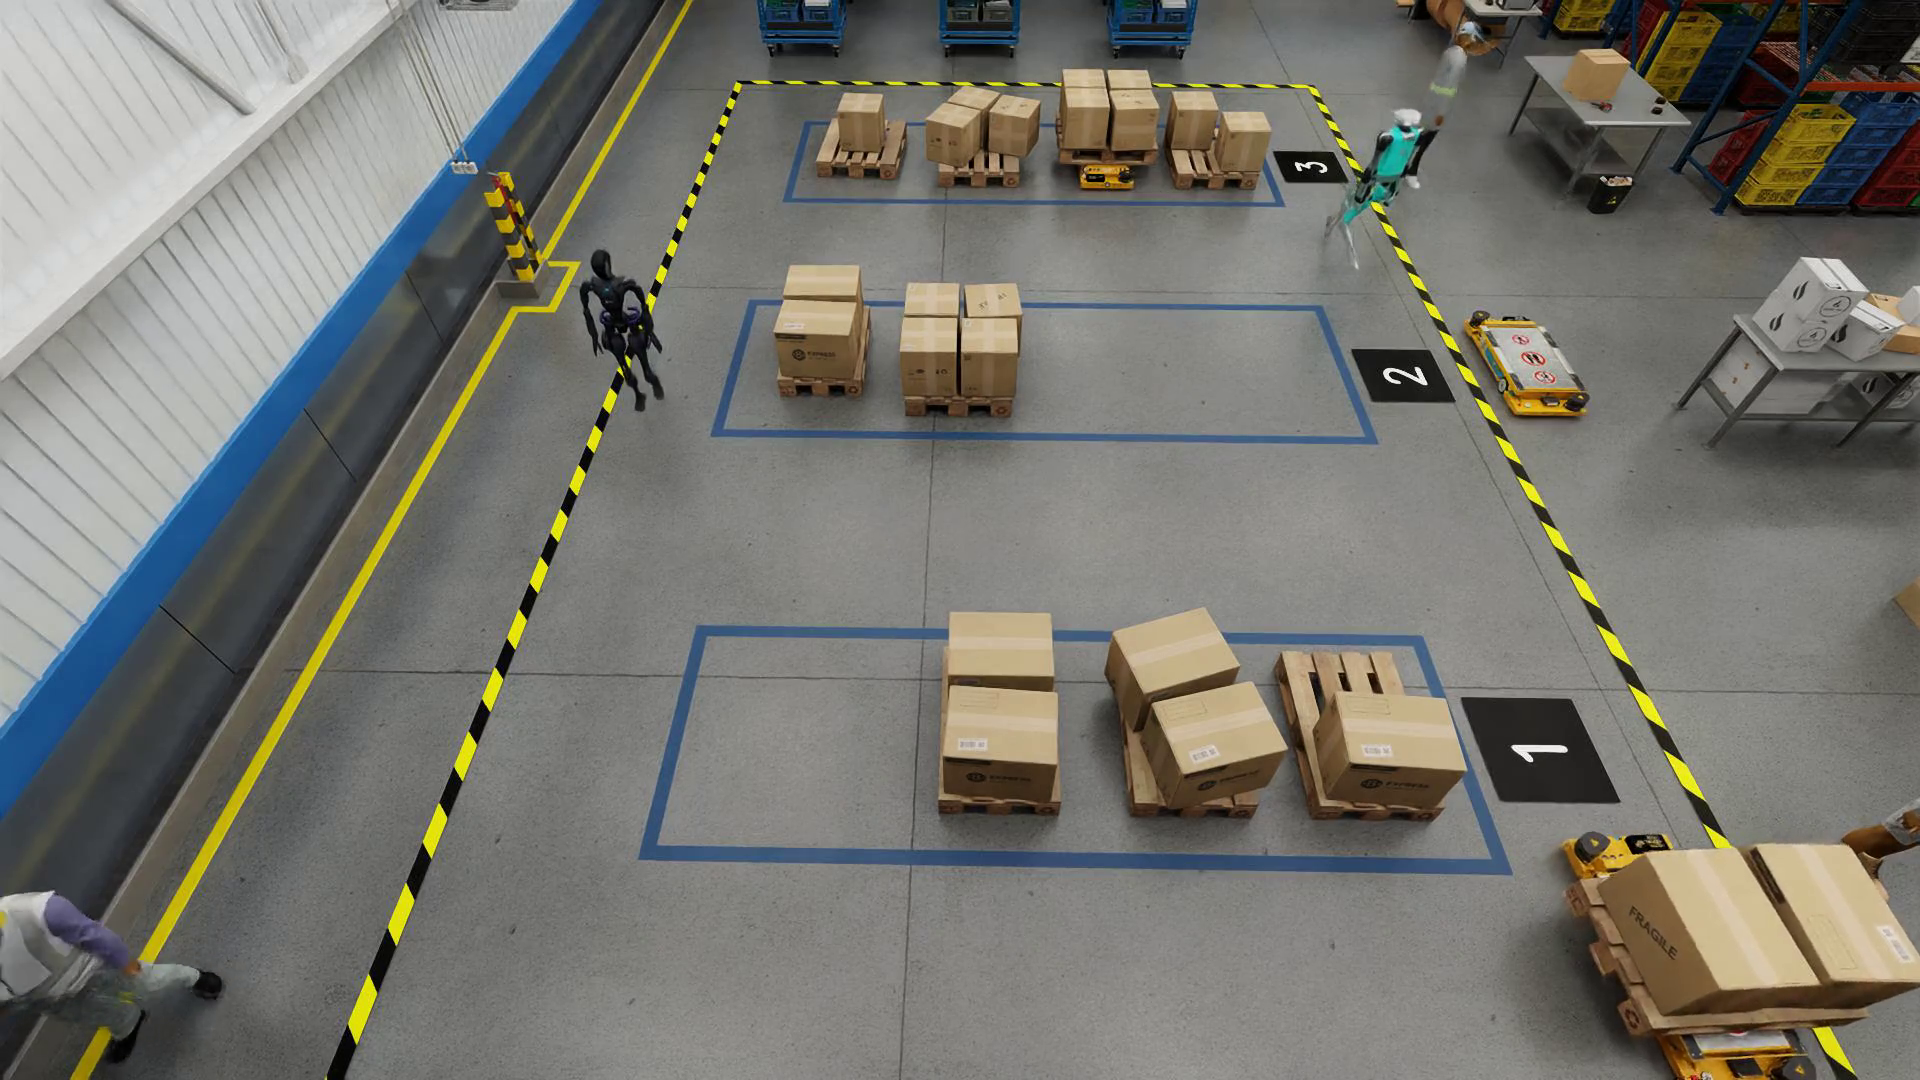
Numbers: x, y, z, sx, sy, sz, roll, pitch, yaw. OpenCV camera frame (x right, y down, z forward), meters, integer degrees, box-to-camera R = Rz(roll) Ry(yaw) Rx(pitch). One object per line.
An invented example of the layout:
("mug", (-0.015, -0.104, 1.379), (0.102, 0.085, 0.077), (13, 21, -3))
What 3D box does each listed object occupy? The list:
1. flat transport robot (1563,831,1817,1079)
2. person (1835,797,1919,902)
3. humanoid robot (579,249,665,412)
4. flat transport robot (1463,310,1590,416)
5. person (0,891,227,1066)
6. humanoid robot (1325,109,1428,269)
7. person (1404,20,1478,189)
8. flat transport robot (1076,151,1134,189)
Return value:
("flat transport robot", (4.257, 2.434, 5.408), (0.652, 0.197, 1.431), (-2, 49, -2))
("person", (5.608, 1.495, 5.065), (0.604, 2.048, 0.366), (-1, 49, -1))
("humanoid robot", (-3.019, -1.856, 8.206), (0.612, 1.642, 0.353), (-6, 49, -6))
("flat transport robot", (5.573, -1.757, 9.054), (0.659, 0.231, 1.431), (1, 49, 1))
("person", (-4.568, 2.186, 4.640), (0.654, 1.793, 0.418), (-21, 52, -17))
("humanoid robot", (4.377, -3.927, 9.984), (0.538, 1.772, 0.968), (-13, 50, -11))
("person", (5.758, -5.219, 11.038), (0.370, 1.809, 0.678), (11, 50, 9))
("flat transport robot", (1.845, -4.982, 11.827), (0.652, 0.197, 1.431), (1, 49, 1))
